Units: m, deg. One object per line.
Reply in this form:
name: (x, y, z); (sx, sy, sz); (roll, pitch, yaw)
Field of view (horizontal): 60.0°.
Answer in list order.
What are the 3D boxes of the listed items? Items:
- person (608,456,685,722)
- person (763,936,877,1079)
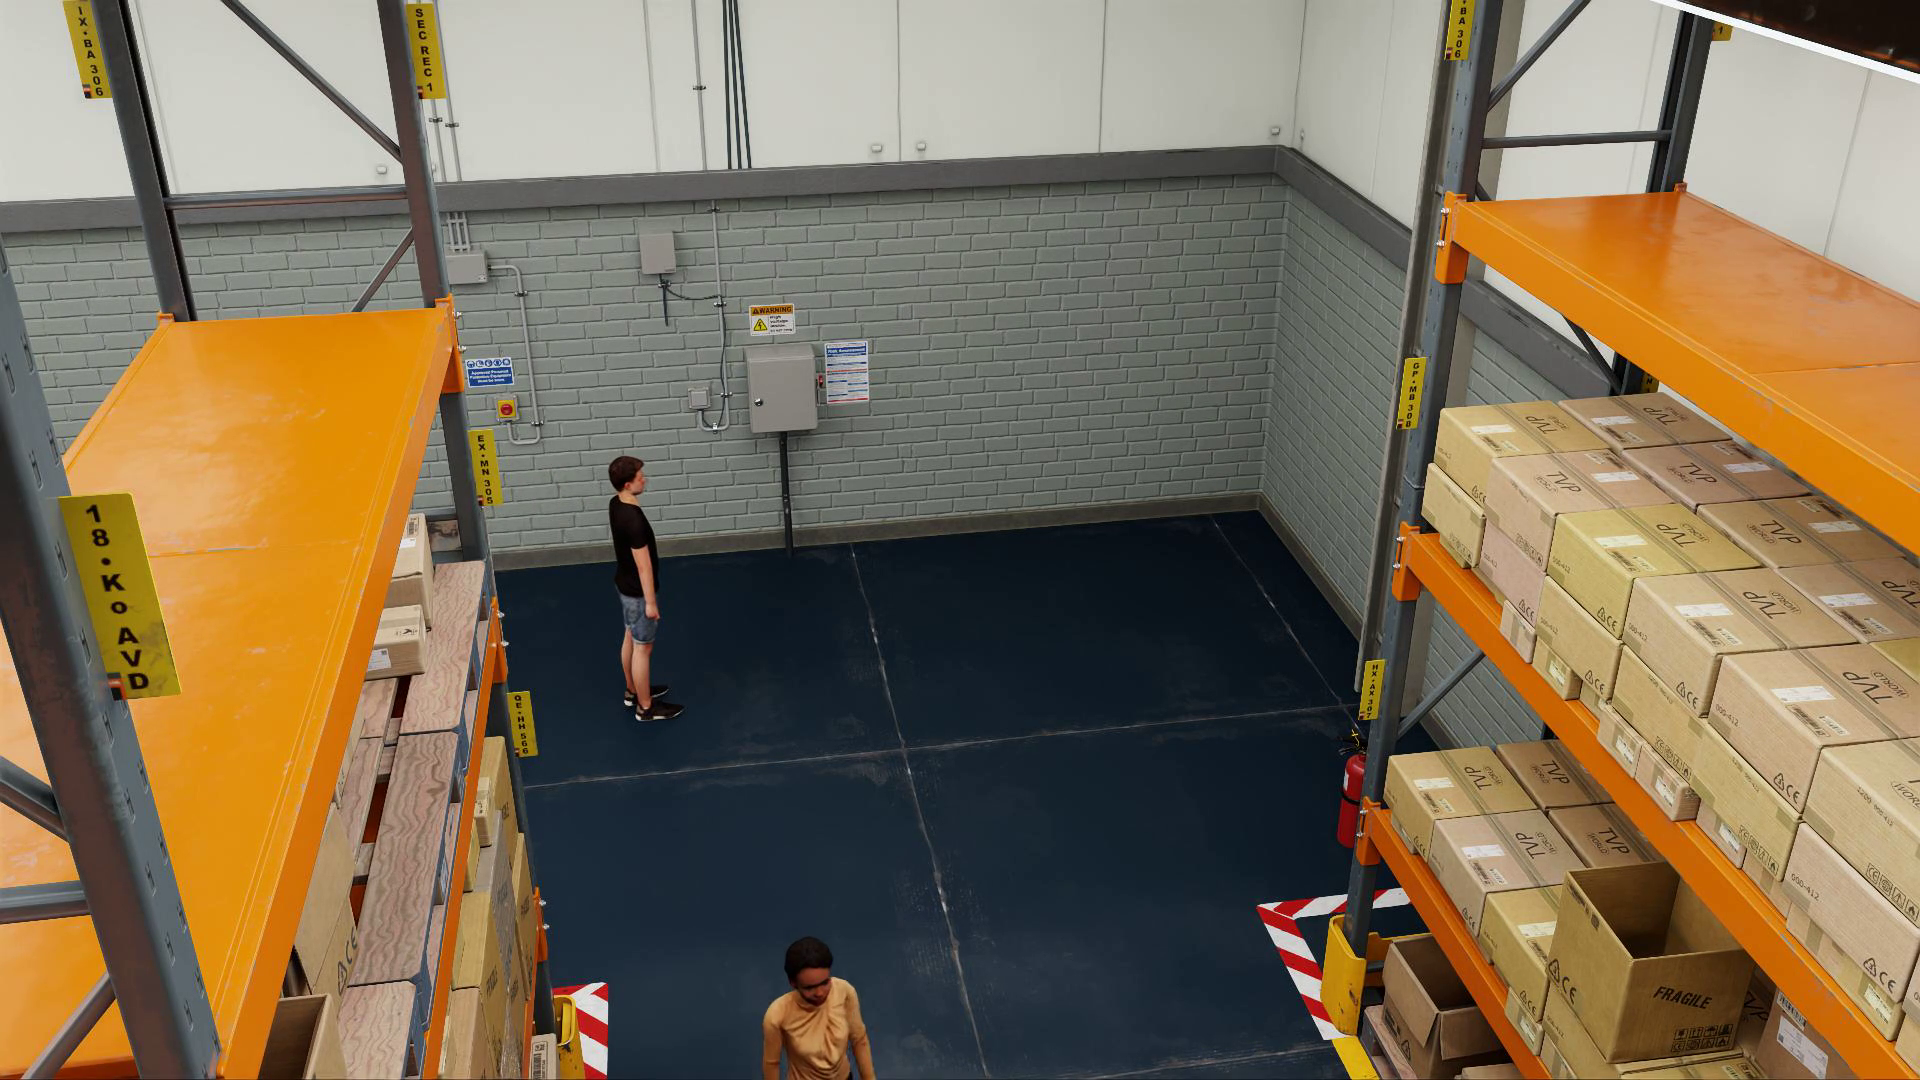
person: (-2.111, 0.301, 10.821); (0.771, 1.846, 0.599); (-12, 30, -23)
person: (-0.649, 2.319, 7.142); (0.871, 1.627, 1.125); (-18, 32, -31)
